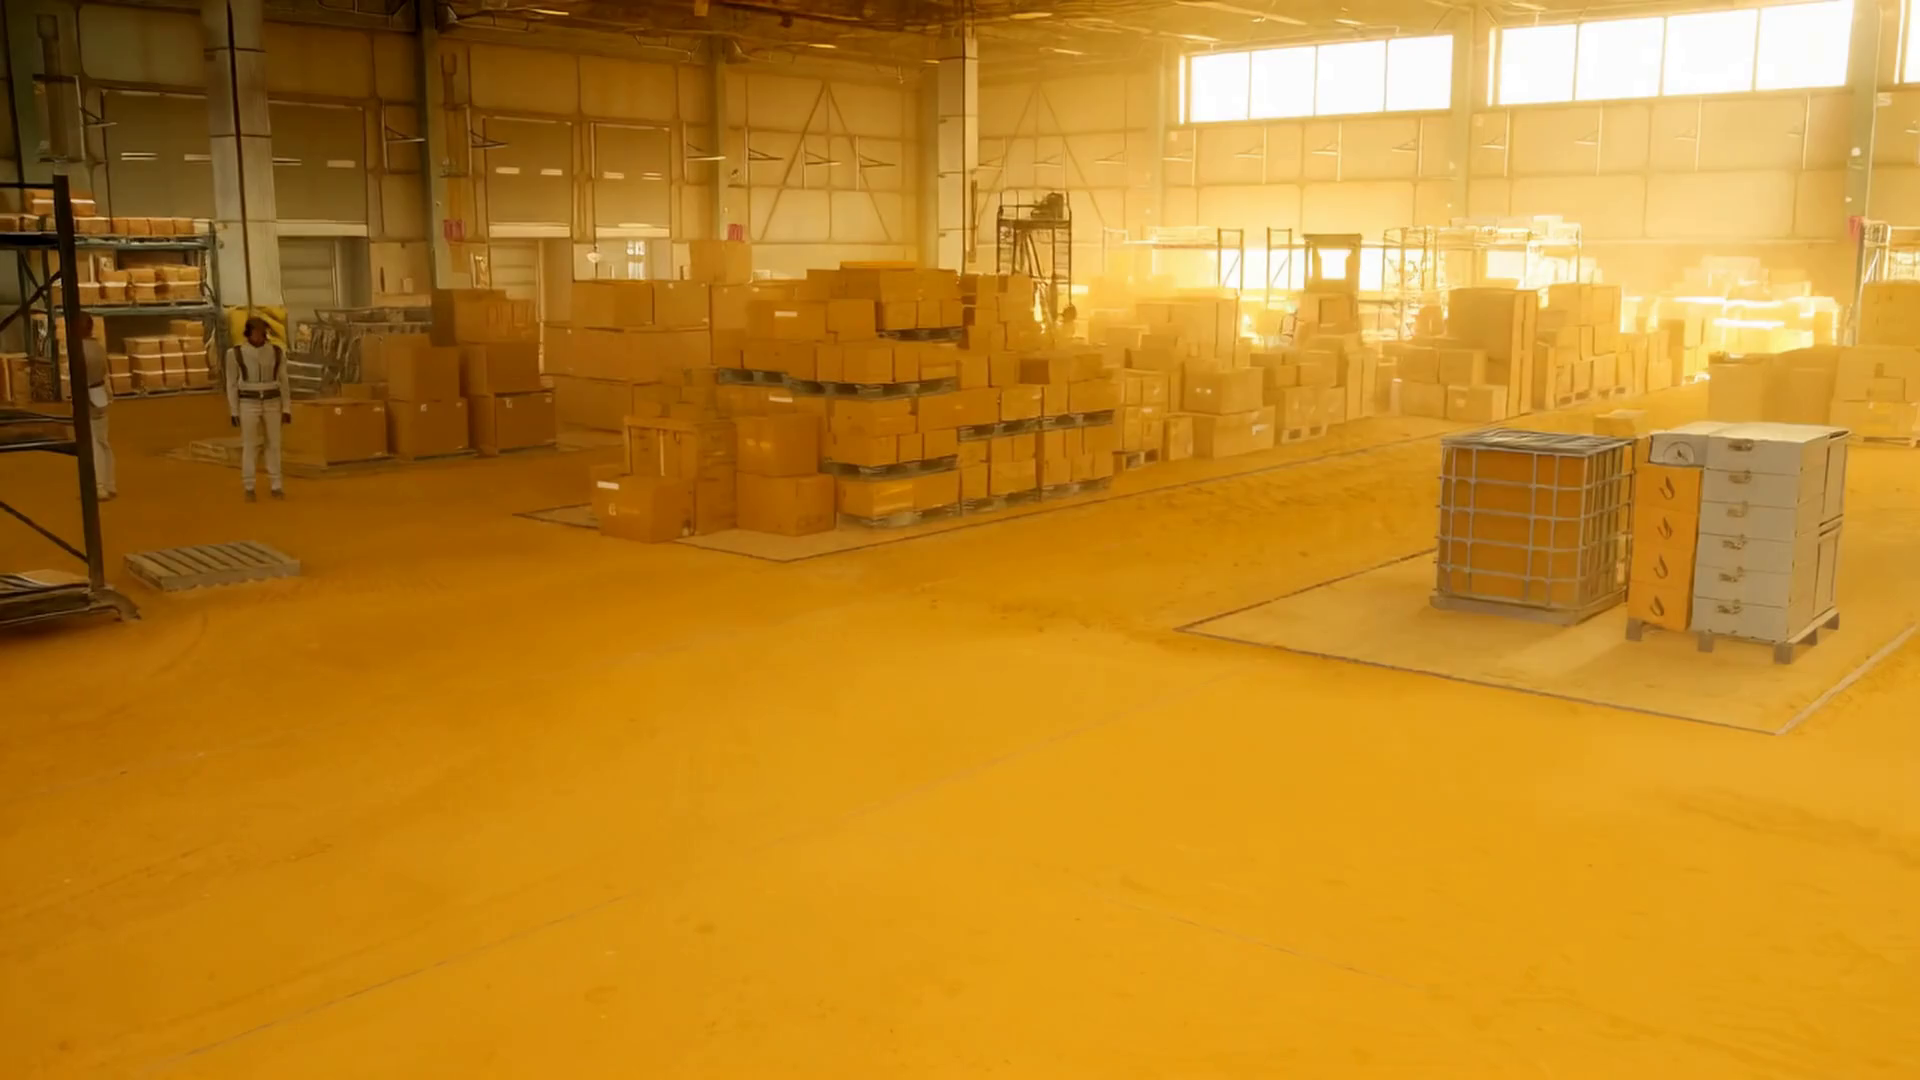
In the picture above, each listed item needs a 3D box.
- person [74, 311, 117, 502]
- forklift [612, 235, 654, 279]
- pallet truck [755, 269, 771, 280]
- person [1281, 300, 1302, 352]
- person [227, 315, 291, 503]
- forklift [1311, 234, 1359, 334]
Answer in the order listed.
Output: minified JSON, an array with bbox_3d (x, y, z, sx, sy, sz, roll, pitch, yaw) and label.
[{"bbox_3d":[-8.748,-1.340,16.756,0.391,1.920,0.593,-1,10,-6],"label":"person"},{"bbox_3d":[-7.300,-5.450,37.421,1.873,2.768,1.129,8,13,40],"label":"forklift"},{"bbox_3d":[-4.996,-6.432,45.525,1.885,1.965,0.823,-6,12,-32],"label":"pallet truck"},{"bbox_3d":[5.974,-3.560,30.279,0.763,1.610,0.522,-5,11,-25],"label":"person"},{"bbox_3d":[-7.037,-1.318,16.736,0.575,1.881,0.356,-7,12,-33],"label":"person"},{"bbox_3d":[7.626,-4.865,34.093,1.129,2.768,1.873,3,10,16],"label":"forklift"}]
